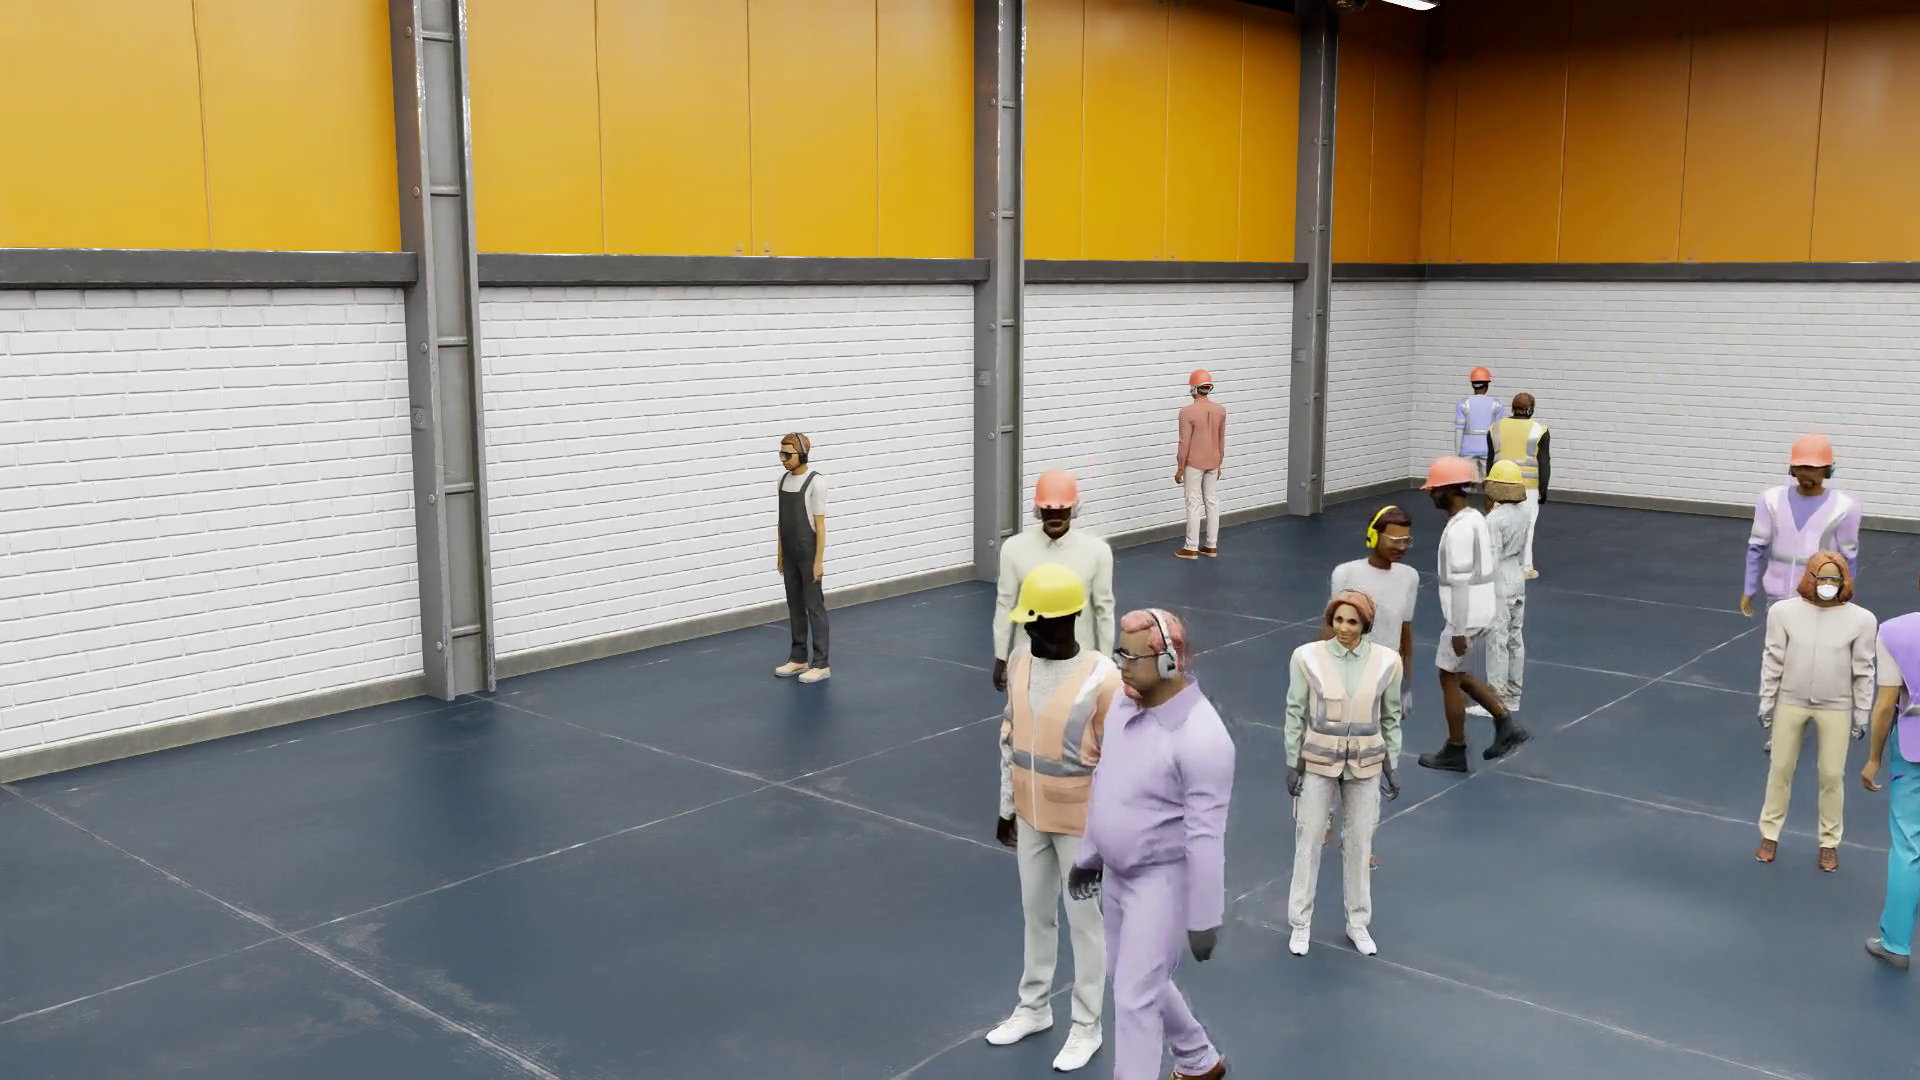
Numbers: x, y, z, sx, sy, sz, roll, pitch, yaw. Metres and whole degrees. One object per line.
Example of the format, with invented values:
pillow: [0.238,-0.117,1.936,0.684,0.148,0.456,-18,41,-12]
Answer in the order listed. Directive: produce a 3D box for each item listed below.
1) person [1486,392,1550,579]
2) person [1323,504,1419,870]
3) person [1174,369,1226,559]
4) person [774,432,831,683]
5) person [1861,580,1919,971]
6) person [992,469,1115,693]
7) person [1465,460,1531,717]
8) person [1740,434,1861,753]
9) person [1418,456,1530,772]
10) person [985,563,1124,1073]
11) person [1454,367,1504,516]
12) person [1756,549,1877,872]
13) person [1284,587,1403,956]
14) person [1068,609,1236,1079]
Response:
person: [5.479,-0.531,16.346,0.629,1.836,0.429,7,11,37]
person: [2.043,0.726,8.404,0.553,1.847,0.445,-3,9,-17]
person: [2.518,-0.794,17.488,0.611,1.995,0.380,-6,11,-32]
person: [-1.169,0.122,12.235,0.505,1.842,0.332,8,12,43]
person: [4.160,0.940,7.071,0.564,1.843,0.388,2,9,13]
person: [0.484,0.610,8.735,0.635,1.981,0.427,2,9,12]
person: [3.647,0.326,11.244,0.487,1.744,0.294,-9,13,-44]
person: [5.369,0.309,10.604,0.607,1.997,1.089,8,12,42]
person: [3.046,0.448,9.955,0.628,1.908,0.571,5,10,29]
person: [0.364,1.030,6.265,0.585,1.921,0.383,9,13,44]
person: [5.929,-1.015,19.066,0.547,1.934,0.375,1,9,9]
person: [4.289,0.848,8.346,0.506,1.628,0.277,5,11,30]
person: [1.672,1.009,7.287,0.513,1.637,0.313,0,9,2]
person: [0.650,1.149,5.638,0.678,1.885,0.668,-3,10,-21]
